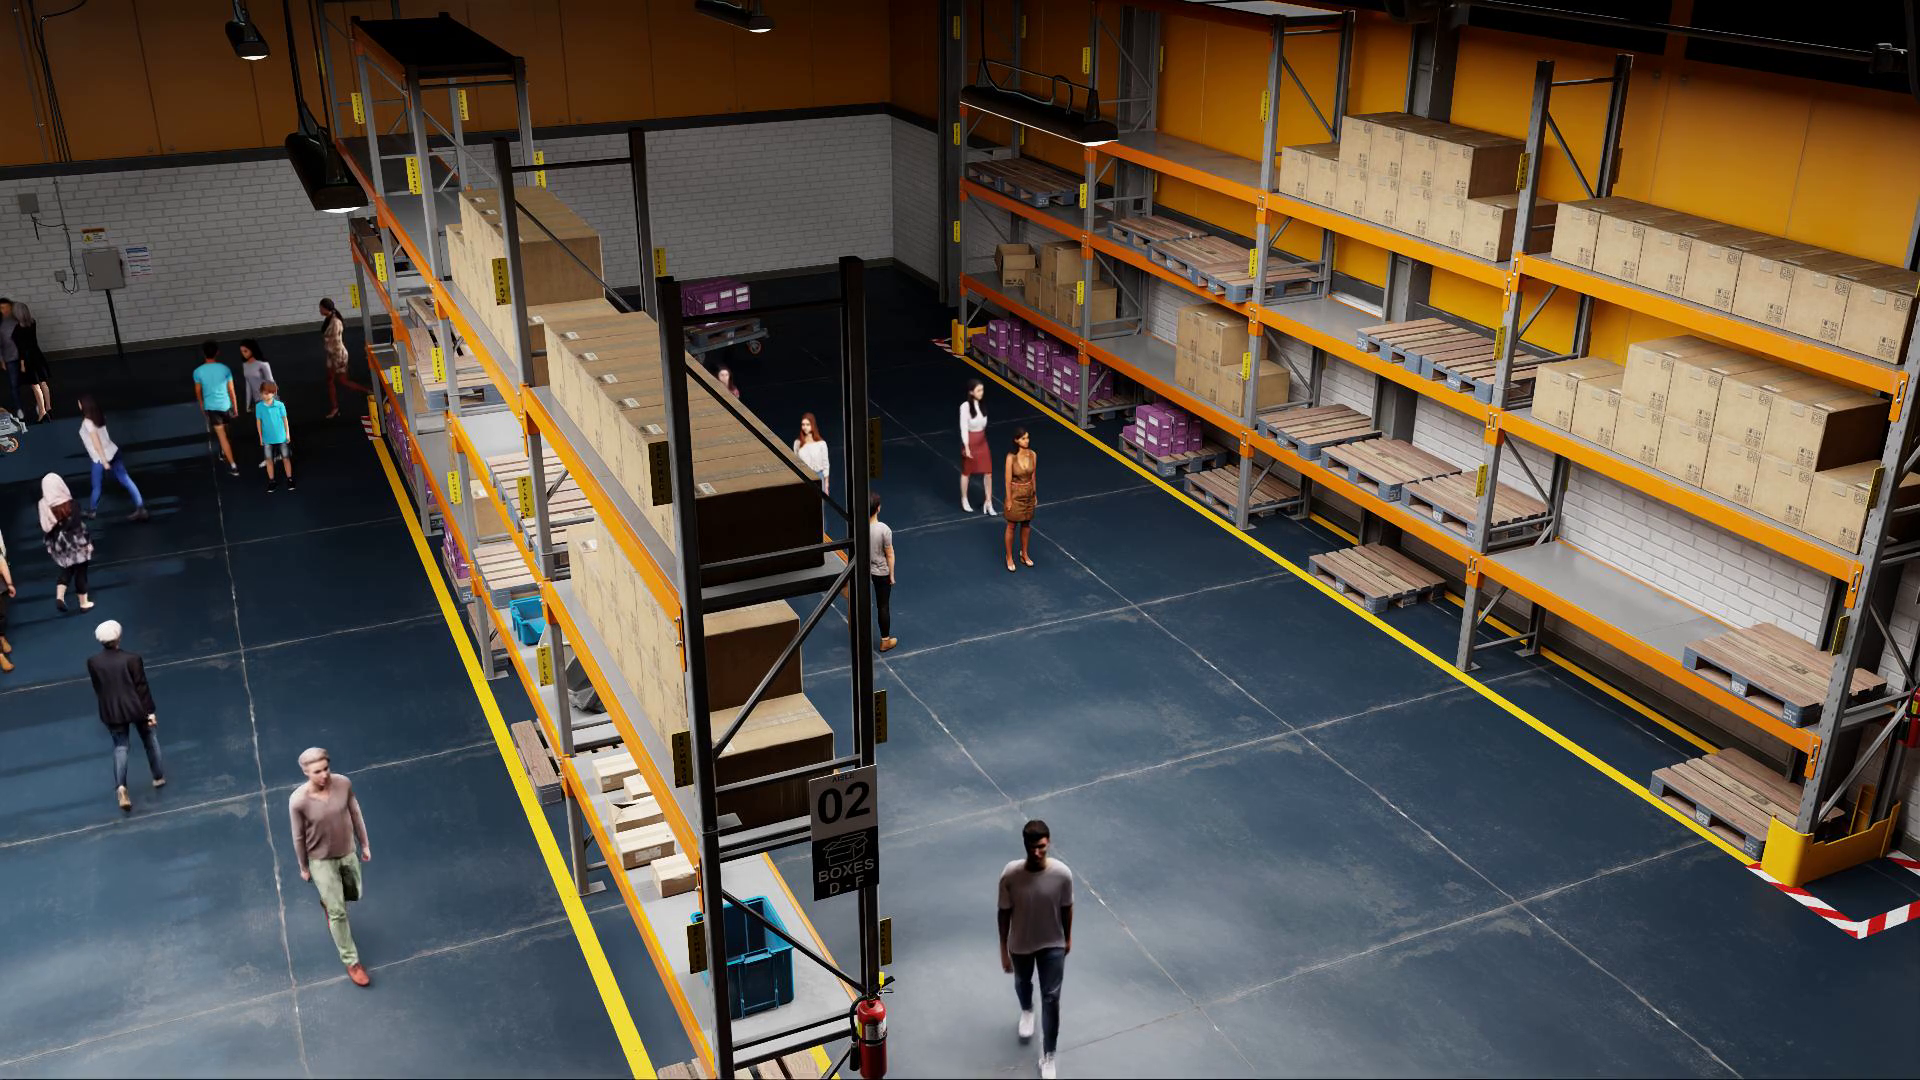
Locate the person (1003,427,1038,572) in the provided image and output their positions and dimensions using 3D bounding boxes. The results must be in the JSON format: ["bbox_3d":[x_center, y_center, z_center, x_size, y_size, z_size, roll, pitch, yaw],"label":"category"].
[{"bbox_3d":[0.681,-0.476,18.880,0.580,1.690,0.538,-14,27,-29],"label":"person"}]

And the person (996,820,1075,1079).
[{"bbox_3d":[0.523,2.687,11.441,0.985,1.853,1.180,0,24,1],"label":"person"}]

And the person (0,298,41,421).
[{"bbox_3d":[-13.423,-2.615,23.723,0.635,1.731,0.580,-13,27,-28],"label":"person"}]

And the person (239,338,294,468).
[{"bbox_3d":[-9.130,-1.873,22.051,0.872,1.710,0.910,13,27,27],"label":"person"}]

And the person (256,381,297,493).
[{"bbox_3d":[-8.722,-1.338,21.154,0.552,1.448,0.531,-7,24,-15],"label":"person"}]

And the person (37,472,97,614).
[{"bbox_3d":[-9.531,0.077,17.696,0.818,1.625,0.906,2,24,5],"label":"person"}]

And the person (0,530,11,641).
[{"bbox_3d":[-9.992,0.280,16.960,0.676,1.843,0.677,-7,25,-16],"label":"person"}]

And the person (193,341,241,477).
[{"bbox_3d":[-9.583,-1.651,21.530,0.741,1.719,1.191,-15,28,-31],"label":"person"}]

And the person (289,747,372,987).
[{"bbox_3d":[-4.670,2.321,12.288,0.944,1.846,1.234,-22,32,-40],"label":"person"}]

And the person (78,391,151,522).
[{"bbox_3d":[-10.194,-0.942,20.022,0.963,1.630,1.118,-2,24,-4],"label":"person"}]

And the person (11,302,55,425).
[{"bbox_3d":[-13.104,-2.511,23.465,0.747,1.747,0.643,1,24,1],"label":"person"}]

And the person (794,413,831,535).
[{"bbox_3d":[-1.719,-0.650,19.231,0.653,1.728,0.667,3,24,7],"label":"person"}]

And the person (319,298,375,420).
[{"bbox_3d":[-8.737,-2.573,23.586,0.769,1.763,0.982,-15,28,-30],"label":"person"}]

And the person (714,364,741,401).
[{"bbox_3d":[-3.045,-1.484,21.300,0.655,1.599,0.900,-8,25,-17],"label":"person"}]

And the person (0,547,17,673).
[{"bbox_3d":[-9.839,0.449,16.782,0.864,1.676,1.139,-22,32,-40],"label":"person"}]

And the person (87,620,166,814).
[{"bbox_3d":[-7.193,1.529,14.406,0.878,1.763,1.038,-4,24,-9],"label":"person"}]

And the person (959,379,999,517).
[{"bbox_3d":[0.105,-1.141,20.353,0.715,1.729,0.856,-17,29,-34],"label":"person"}]
